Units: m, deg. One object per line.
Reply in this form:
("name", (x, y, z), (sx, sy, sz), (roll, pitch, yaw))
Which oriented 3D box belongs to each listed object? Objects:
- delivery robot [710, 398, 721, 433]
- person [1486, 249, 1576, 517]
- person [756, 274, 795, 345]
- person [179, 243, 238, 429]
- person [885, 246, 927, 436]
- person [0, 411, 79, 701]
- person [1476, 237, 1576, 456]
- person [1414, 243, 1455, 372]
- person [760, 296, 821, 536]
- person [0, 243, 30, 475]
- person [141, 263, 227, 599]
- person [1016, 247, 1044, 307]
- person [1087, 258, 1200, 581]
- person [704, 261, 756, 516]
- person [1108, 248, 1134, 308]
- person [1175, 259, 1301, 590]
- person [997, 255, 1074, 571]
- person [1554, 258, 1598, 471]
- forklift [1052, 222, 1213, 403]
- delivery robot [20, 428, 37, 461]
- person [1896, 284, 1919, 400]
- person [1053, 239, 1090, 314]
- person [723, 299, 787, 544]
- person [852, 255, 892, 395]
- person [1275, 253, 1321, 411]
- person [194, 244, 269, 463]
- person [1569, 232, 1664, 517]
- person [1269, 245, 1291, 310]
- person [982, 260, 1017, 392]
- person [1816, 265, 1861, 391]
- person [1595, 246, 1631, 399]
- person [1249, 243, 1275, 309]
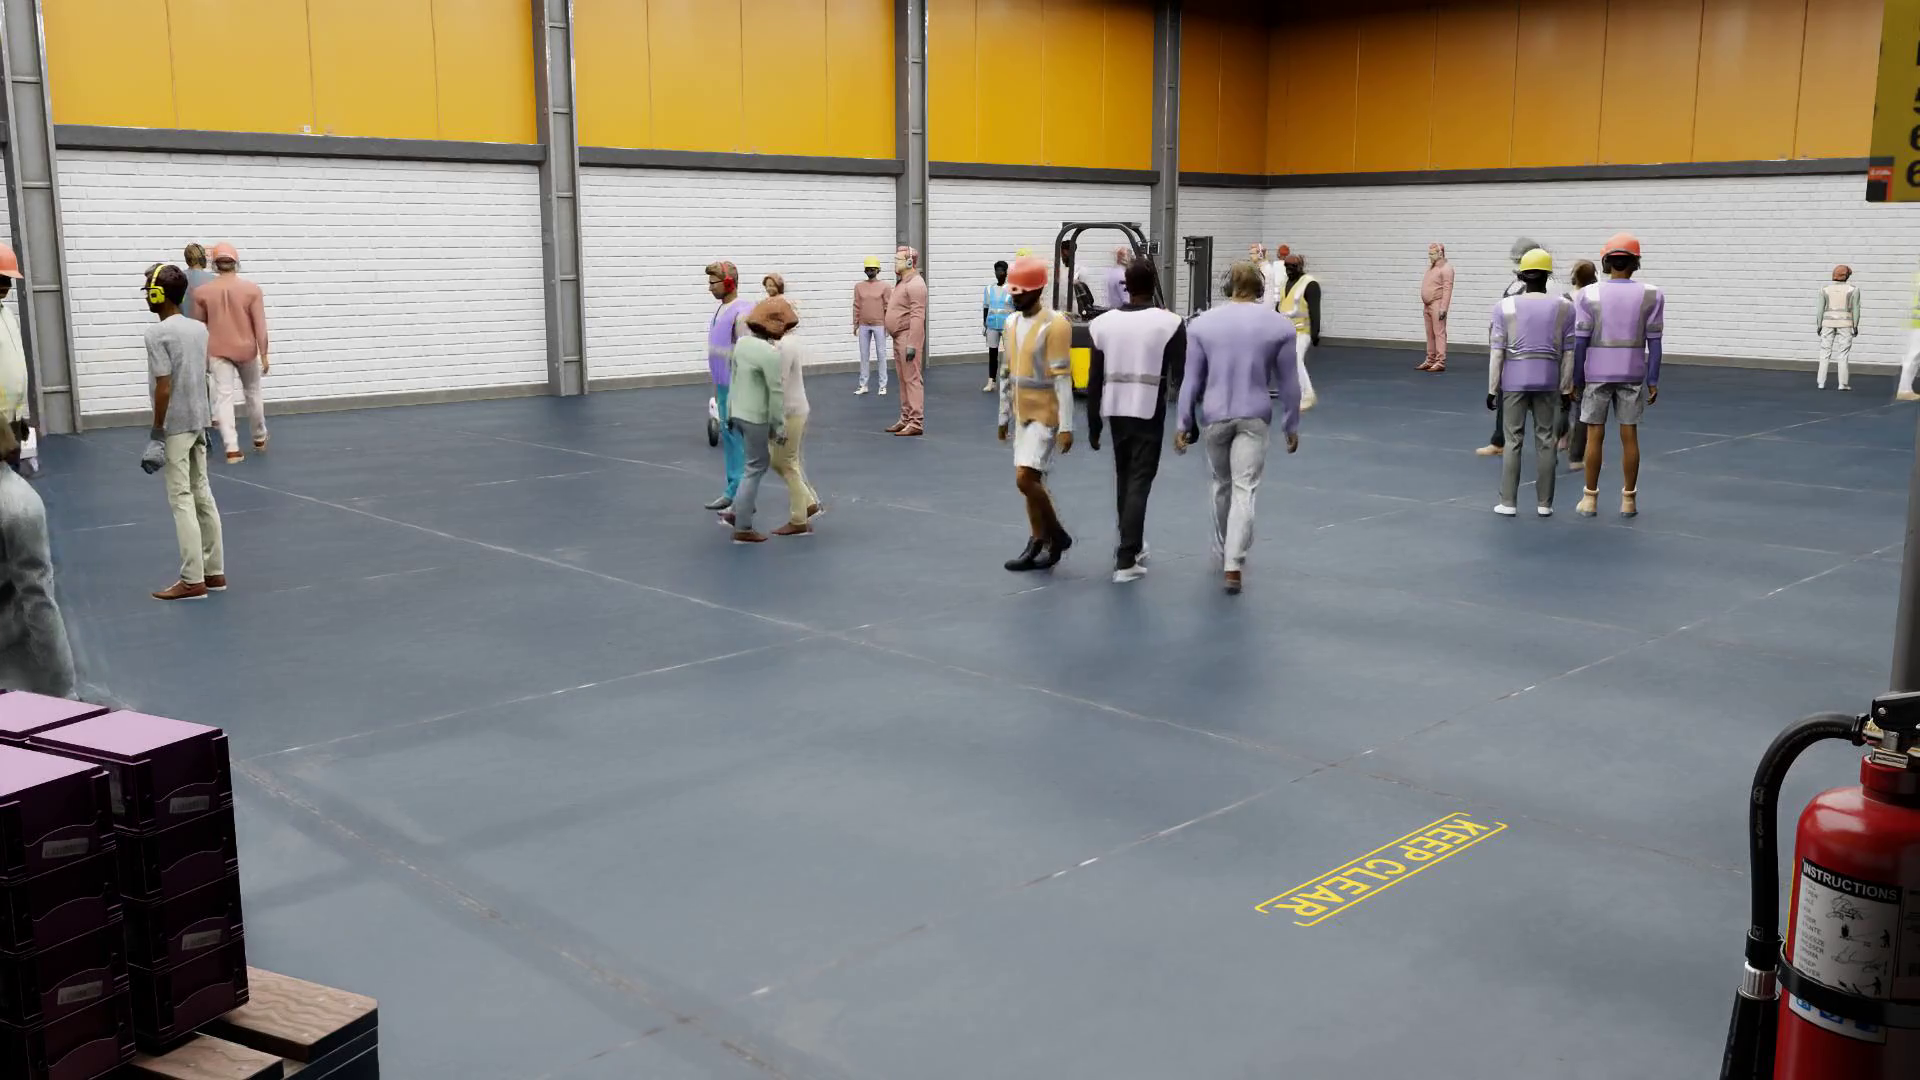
("delivery robot", (-2.240, -1.267, 16.251), (0.477, 0.478, 0.707), (-3, 11, -15))
("person", (4.100, -1.123, 11.984), (0.593, 1.922, 0.376), (1, 10, 7))
("person", (-1.983, -1.978, 17.480), (0.545, 1.602, 0.757), (5, 12, 27))
("person", (-7.916, -2.121, 17.388), (0.632, 1.940, 0.372), (3, 11, 16))
("person", (-0.556, -2.014, 16.881), (0.410, 1.913, 0.643), (-3, 11, -16))
("person", (-2.529, 0.352, 4.527), (0.492, 1.718, 0.774), (7, 12, 33))
("person", (5.196, -1.761, 15.149), (0.781, 2.000, 0.693), (-1, 10, -5))
("person", (7.080, -3.464, 24.817), (0.408, 1.903, 0.638), (-2, 11, -11))
("person", (-1.174, -0.828, 11.208), (0.333, 1.613, 0.538), (-1, 10, -5))
("person", (-5.605, -0.736, 9.711), (0.398, 1.984, 0.610), (-2, 11, -9))
("person", (-4.361, -0.594, 9.271), (0.320, 1.867, 0.558), (1, 10, 6))
("person", (0.991, -2.960, 22.148), (0.710, 1.872, 0.609), (7, 12, 33))
("person", (1.118, -0.730, 9.973), (0.614, 1.882, 0.897), (6, 12, 31))
("person", (-1.644, -1.100, 12.095), (0.389, 1.837, 0.563), (-4, 11, -23))
("person", (2.187, -2.927, 22.024), (1.010, 1.853, 0.647), (0, 10, 2))
("person", (1.630, -0.687, 9.730), (0.703, 1.869, 1.072), (3, 11, 16))
("person", (0.420, -0.725, 9.861), (0.469, 1.905, 0.643), (-6, 12, -31))
("person", (5.260, -1.478, 14.195), (0.506, 1.831, 0.555), (8, 13, 36))
("forklift", (1.935, -2.847, 20.651), (2.313, 2.155, 1.214), (2, 11, 13))
("delivery robot", (-7.971, -0.791, 13.657), (0.477, 0.478, 0.707), (4, 11, 19))
("person", (11.971, -2.581, 20.263), (0.909, 1.802, 0.651), (6, 12, 29))
("person", (1.487, -3.120, 22.764), (0.613, 1.961, 0.361), (10, 14, 43))
("person", (-1.331, -0.766, 10.892), (0.405, 1.604, 0.540), (-7, 13, -34))
("person", (-1.121, -2.721, 21.136), (0.532, 1.769, 0.317), (3, 11, 16))
("person", (3.887, -2.393, 19.222), (0.437, 1.812, 0.632), (-4, 11, -21))
("person", (-6.593, -1.703, 15.117), (0.633, 1.931, 1.024), (-3, 11, -16))
("person", (4.715, -1.184, 11.997), (0.615, 2.039, 0.386), (2, 11, 13))
("person", (5.458, -4.081, 28.326), (0.592, 1.839, 0.886), (4, 11, 20))
("person", (0.528, -2.741, 21.422), (0.535, 1.700, 0.318), (4, 11, 22))
("person", (11.477, -2.772, 21.757), (0.514, 1.640, 0.310), (9, 14, 40))
("person", (8.006, -2.703, 20.630), (0.558, 1.924, 0.427), (7, 12, 32))
("person", (4.173, -3.202, 23.375), (0.403, 1.904, 0.652), (-1, 10, -7))
